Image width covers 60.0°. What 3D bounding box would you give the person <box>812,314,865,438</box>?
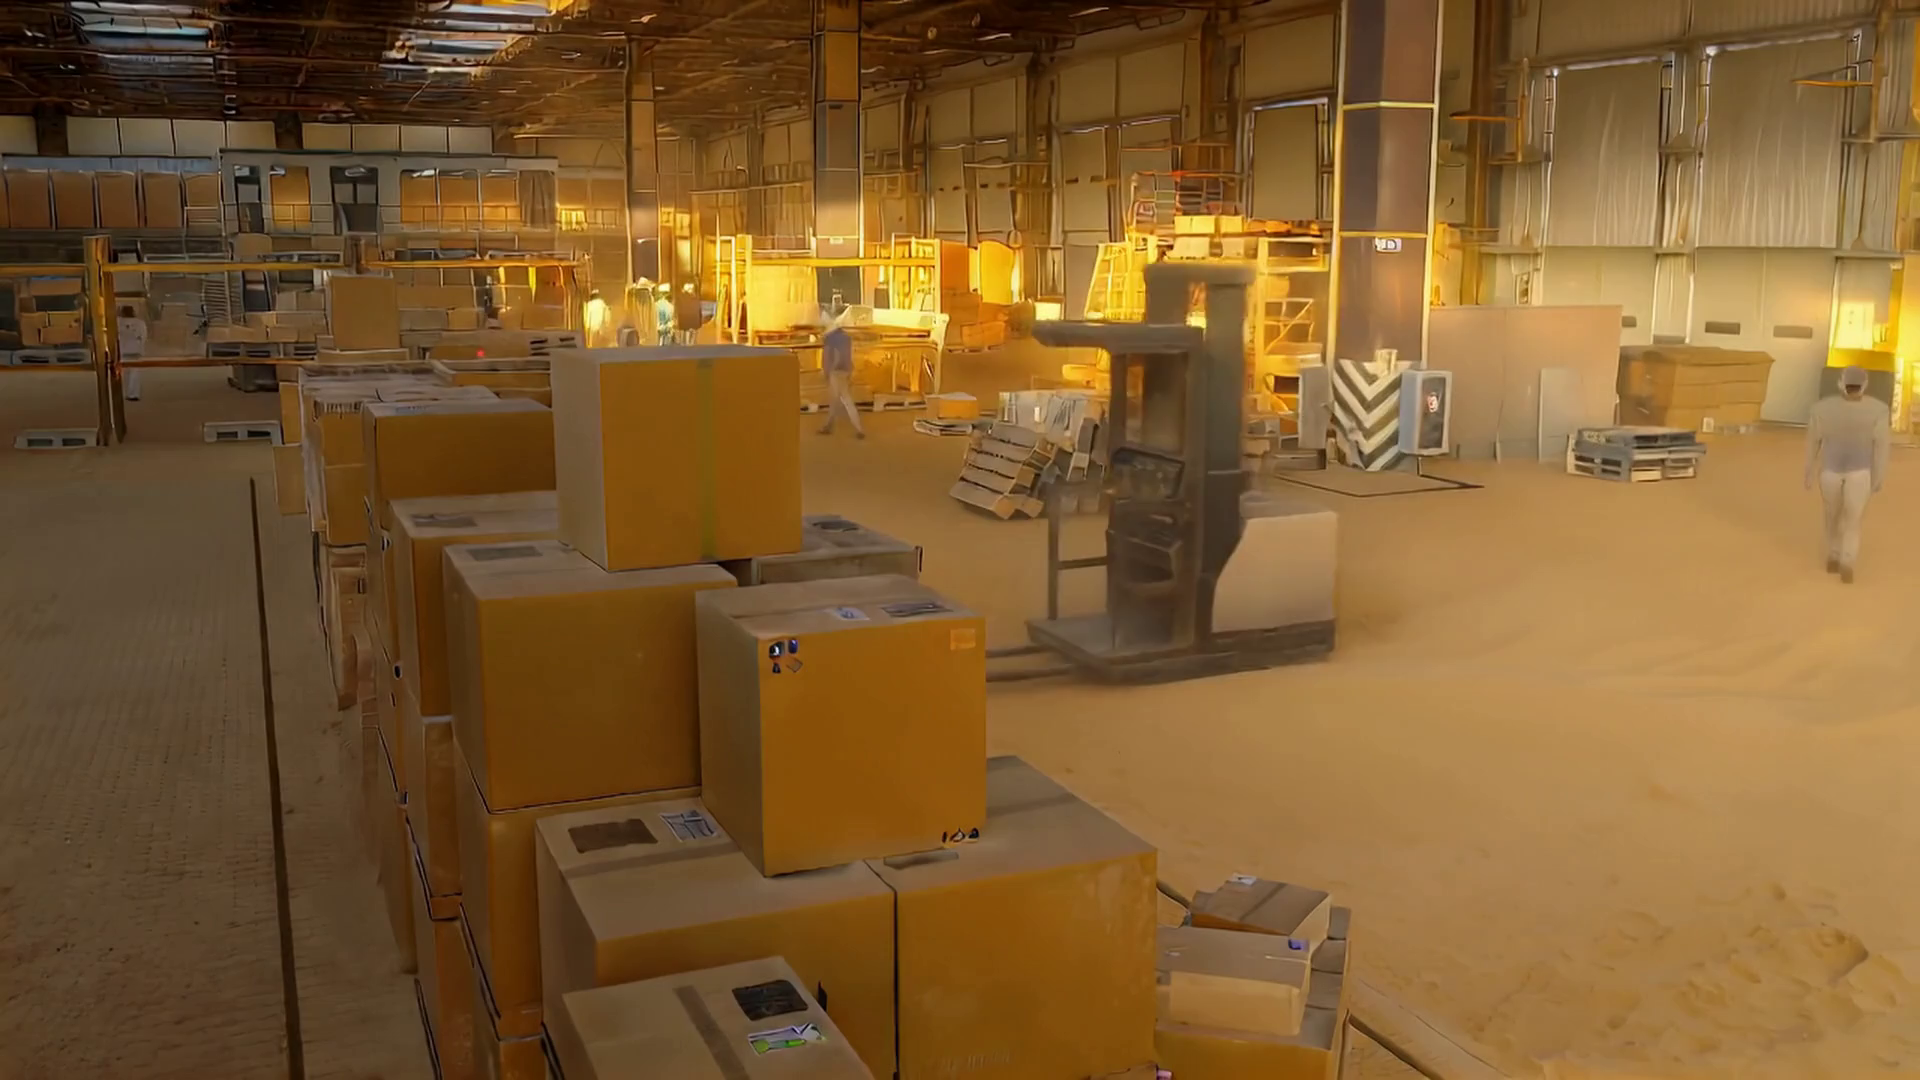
[{"bbox_3d":[-1.794,-2.456,25.031,0.860,1.884,0.646,3,11,15],"label":"person"}]

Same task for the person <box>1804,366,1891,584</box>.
[{"bbox_3d":[7.774,-0.580,14.623,0.647,1.879,1.035,5,12,27],"label":"person"}]

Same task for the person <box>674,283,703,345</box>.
[{"bbox_3d":[-6.265,-4.932,38.394,0.655,1.959,0.719,-1,10,-3],"label":"person"}]

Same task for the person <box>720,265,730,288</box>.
[{"bbox_3d":[-10.706,-11.781,76.232,0.634,1.943,0.896,2,10,11],"label":"person"}]

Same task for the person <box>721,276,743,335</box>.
[{"bbox_3d":[-7.159,-7.358,51.947,0.613,1.911,0.973,5,11,24],"label":"person"}]

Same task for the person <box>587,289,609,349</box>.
[{"bbox_3d":[-9.376,-5.629,42.961,0.496,1.704,0.910,2,11,14],"label":"person"}]

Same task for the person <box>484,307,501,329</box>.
[{"bbox_3d":[-9.106,-3.680,32.238,0.492,1.683,0.551,-7,13,-35],"label":"person"}]

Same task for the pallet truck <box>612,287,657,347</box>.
[{"bbox_3d":[-6.464,-4.406,35.401,0.823,1.965,1.885,6,12,32],"label":"pallet truck"}]

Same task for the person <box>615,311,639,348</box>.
[{"bbox_3d":[-5.546,-2.906,27.704,0.531,1.808,0.953,5,11,26],"label":"person"}]

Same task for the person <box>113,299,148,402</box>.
[{"bbox_3d":[-15.204,-3.451,30.447,0.669,1.893,0.378,-1,10,-6],"label":"person"}]

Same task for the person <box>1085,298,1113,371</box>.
[{"bbox_3d":[2.674,-3.725,32.027,1.042,1.873,0.556,-9,14,-41],"label":"person"}]

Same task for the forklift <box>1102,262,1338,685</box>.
[{"bbox_3d":[1.640,-0.545,11.691,1.873,2.768,1.129,-4,11,-23],"label":"forklift"}]

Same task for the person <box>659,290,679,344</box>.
[{"bbox_3d":[-6.524,-4.679,37.340,0.429,1.843,0.632,-3,11,-14],"label":"person"}]

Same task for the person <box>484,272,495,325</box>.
[{"bbox_3d":[-14.944,-7.541,52.888,0.379,1.931,0.625,0,10,-1],"label":"person"}]

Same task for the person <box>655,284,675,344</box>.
[{"bbox_3d":[-6.988,-5.083,39.368,0.581,1.919,0.394,-8,13,-38],"label":"person"}]
